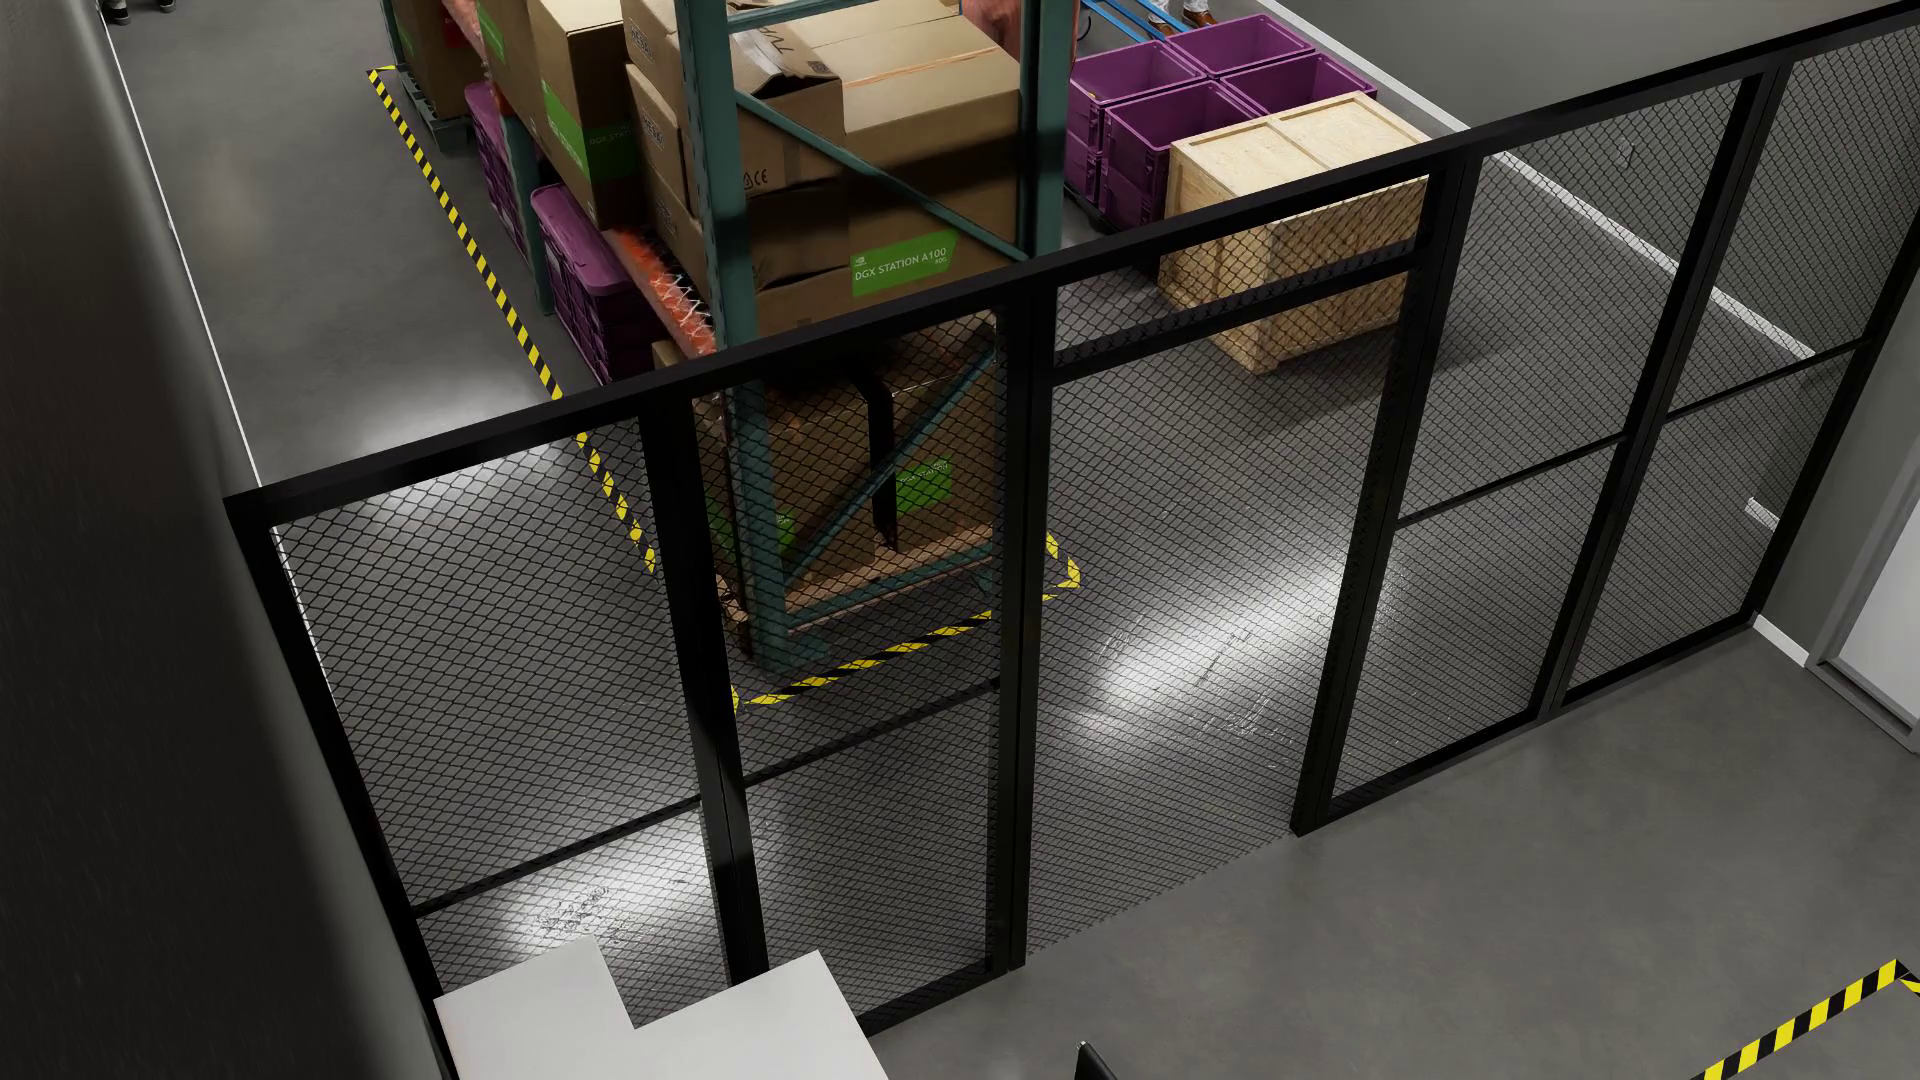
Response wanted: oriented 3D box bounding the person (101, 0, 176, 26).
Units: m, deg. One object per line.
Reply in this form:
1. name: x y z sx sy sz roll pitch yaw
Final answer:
1. person: -4.818 -3.767 9.152 0.588 1.822 0.403 -26 48 -25

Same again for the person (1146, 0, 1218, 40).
1. person: 1.286 -3.621 8.906 0.635 1.937 0.354 -22 47 -22

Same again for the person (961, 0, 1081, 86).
1. person: 0.227 -1.809 6.884 0.612 1.994 0.381 -32 51 -30
